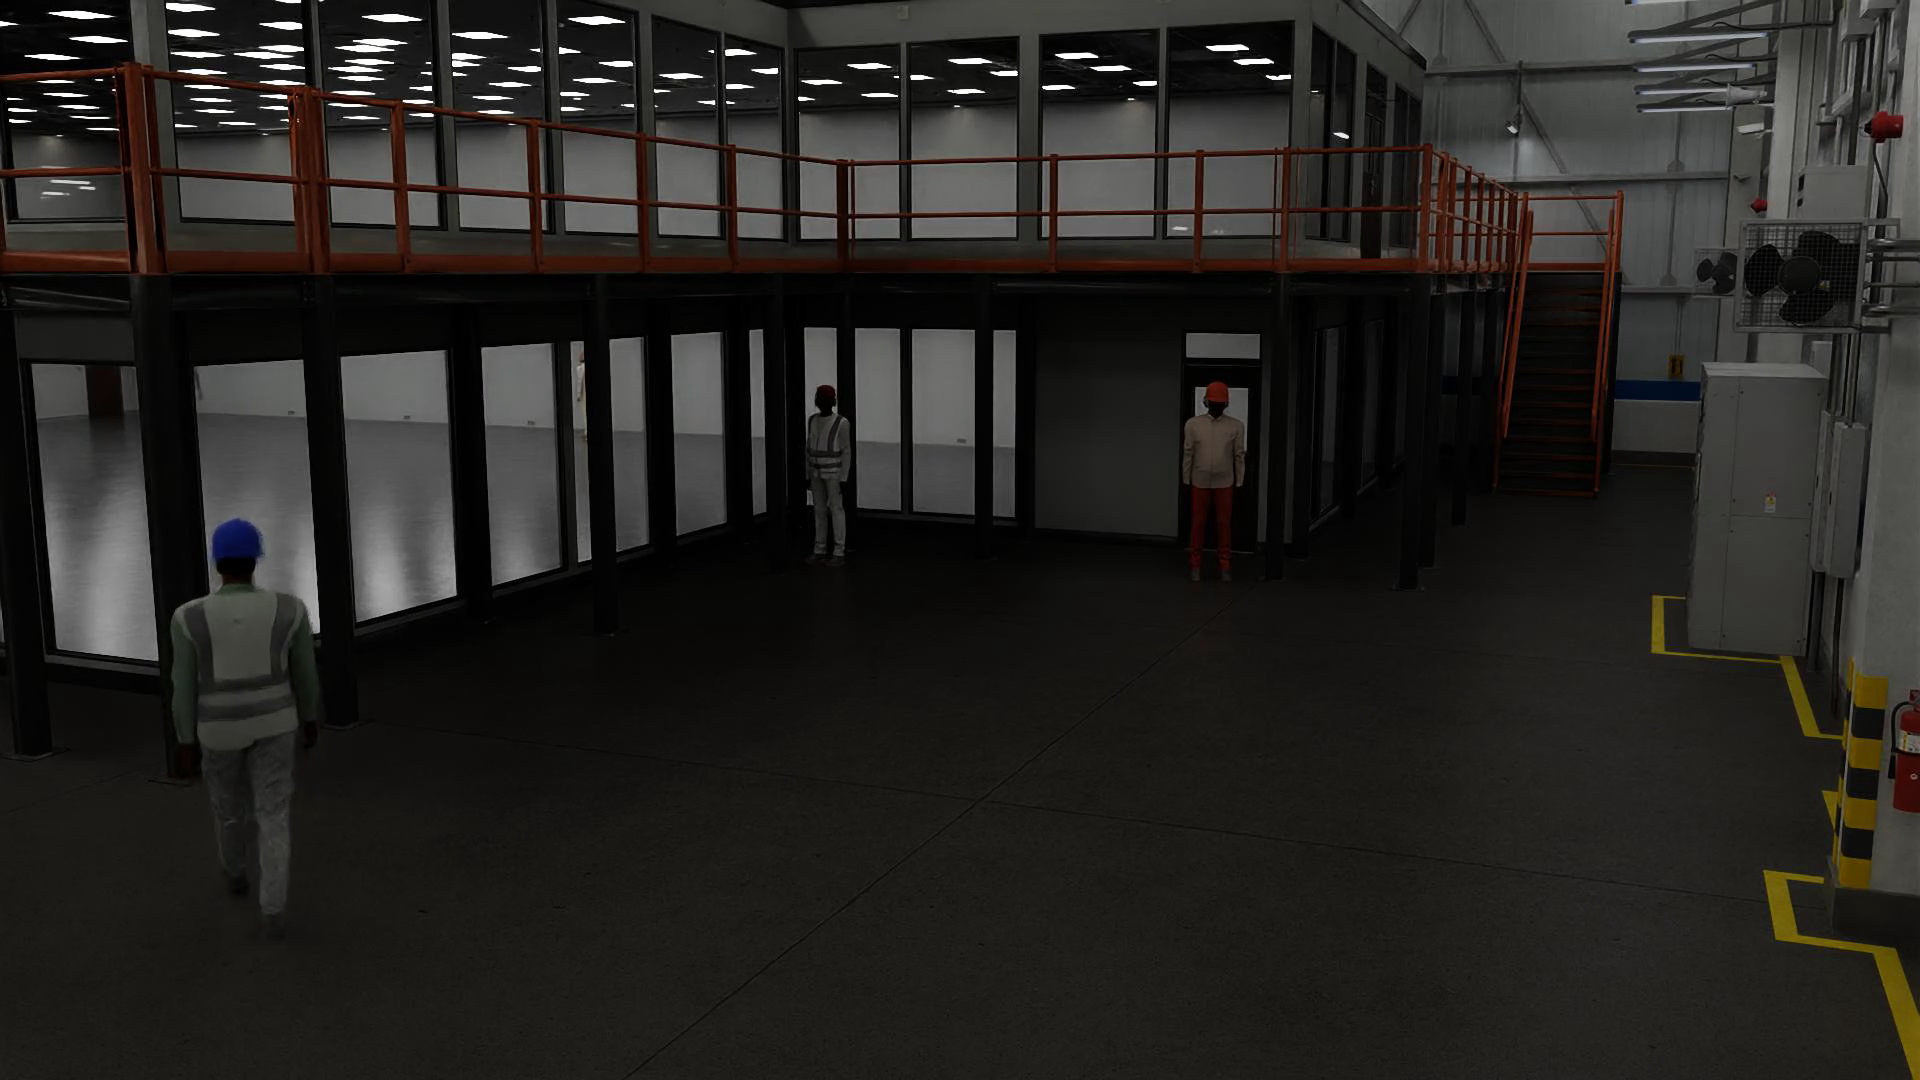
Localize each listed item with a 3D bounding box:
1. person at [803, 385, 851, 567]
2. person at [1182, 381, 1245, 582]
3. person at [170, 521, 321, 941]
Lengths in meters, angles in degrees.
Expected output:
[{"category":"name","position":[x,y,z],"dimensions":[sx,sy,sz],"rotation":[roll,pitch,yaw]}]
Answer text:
[{"category":"person","position":[-1.389,-0.663,17.226],"dimensions":[0.584,1.881,0.349],"rotation":[7,12,37]},{"category":"person","position":[2.486,-0.565,16.316],"dimensions":[0.612,1.986,0.406],"rotation":[1,9,5]},{"category":"person","position":[-3.346,0.853,7.834],"dimensions":[0.640,1.892,0.994],"rotation":[-4,10,-24]}]
